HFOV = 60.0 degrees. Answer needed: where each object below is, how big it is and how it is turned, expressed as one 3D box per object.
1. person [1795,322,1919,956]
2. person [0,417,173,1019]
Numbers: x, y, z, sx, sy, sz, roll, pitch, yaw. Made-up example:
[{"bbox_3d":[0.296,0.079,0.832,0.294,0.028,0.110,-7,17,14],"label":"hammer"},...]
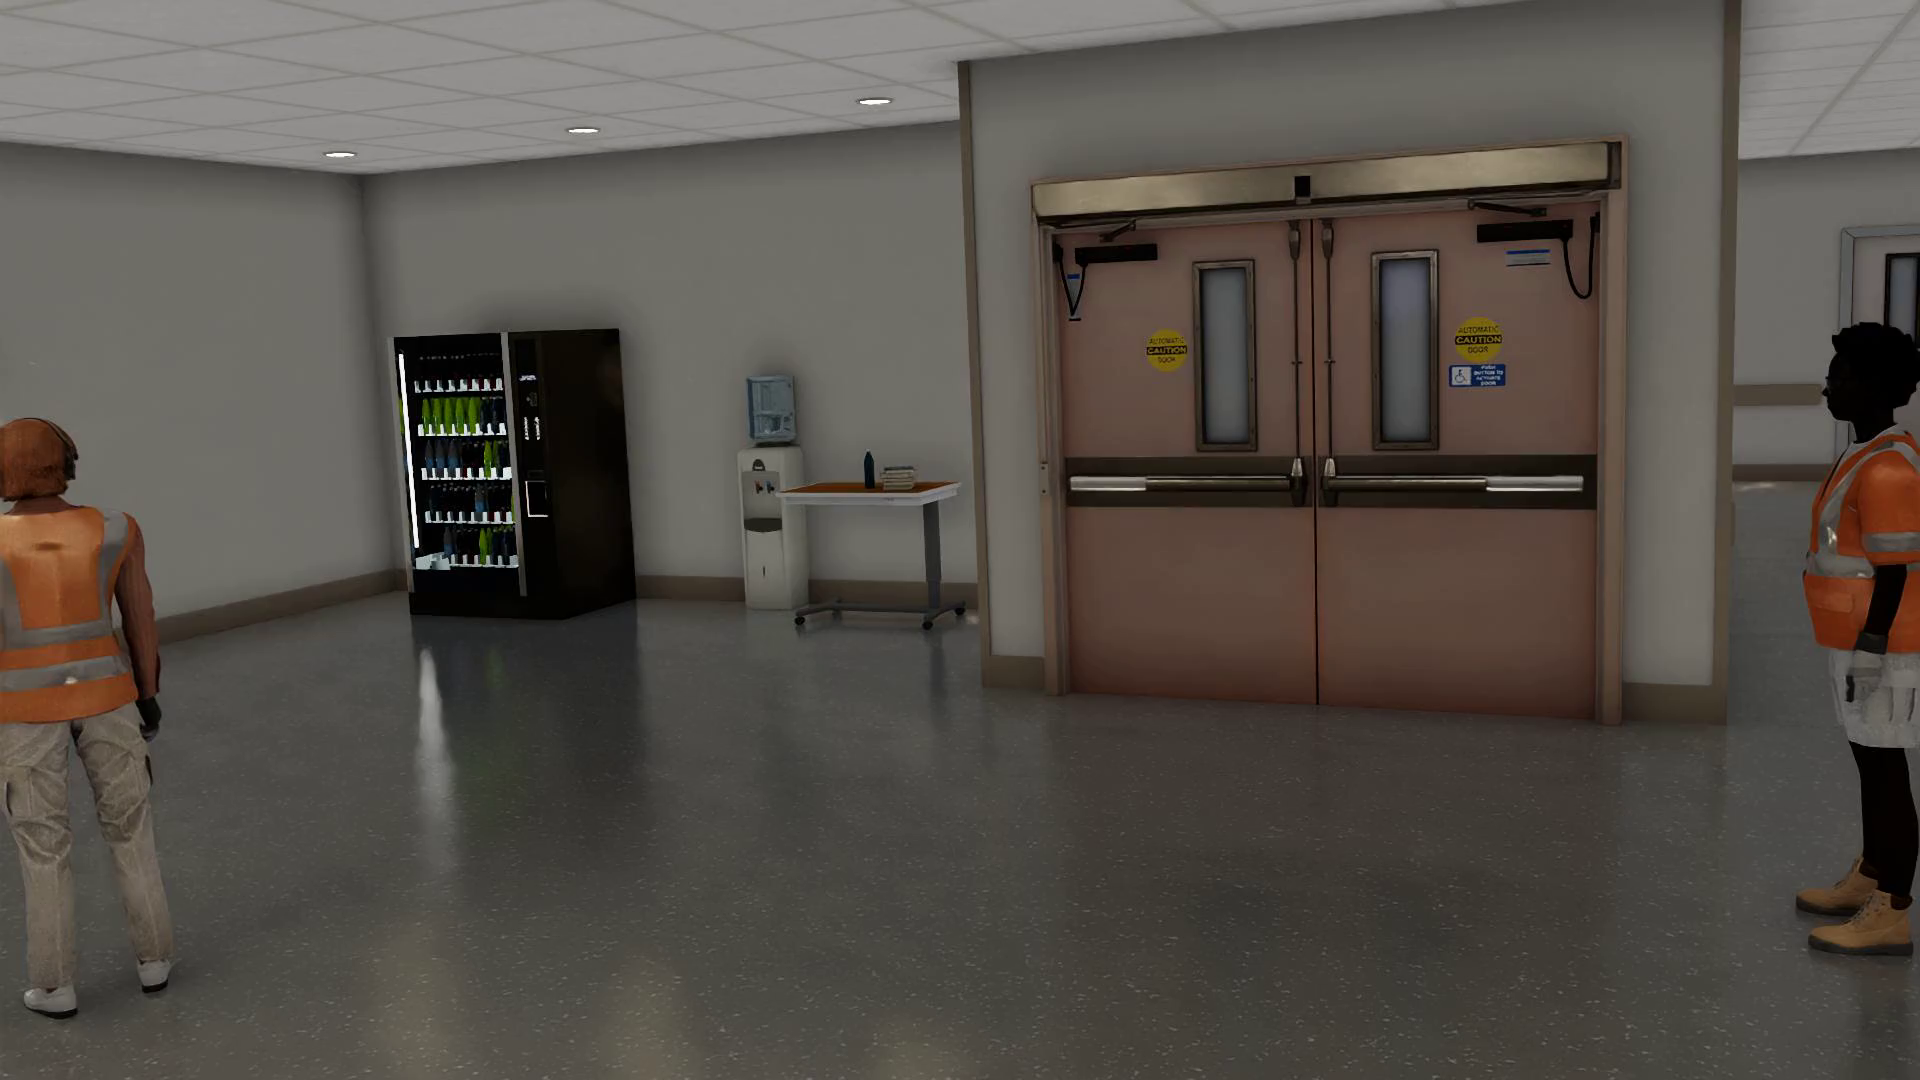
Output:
[{"bbox_3d":[2.454,0.264,4.496,0.320,1.697,0.531,1,8,24],"label":"person"},{"bbox_3d":[-2.462,0.483,4.572,0.517,1.636,0.313,-8,10,-40],"label":"person"}]
